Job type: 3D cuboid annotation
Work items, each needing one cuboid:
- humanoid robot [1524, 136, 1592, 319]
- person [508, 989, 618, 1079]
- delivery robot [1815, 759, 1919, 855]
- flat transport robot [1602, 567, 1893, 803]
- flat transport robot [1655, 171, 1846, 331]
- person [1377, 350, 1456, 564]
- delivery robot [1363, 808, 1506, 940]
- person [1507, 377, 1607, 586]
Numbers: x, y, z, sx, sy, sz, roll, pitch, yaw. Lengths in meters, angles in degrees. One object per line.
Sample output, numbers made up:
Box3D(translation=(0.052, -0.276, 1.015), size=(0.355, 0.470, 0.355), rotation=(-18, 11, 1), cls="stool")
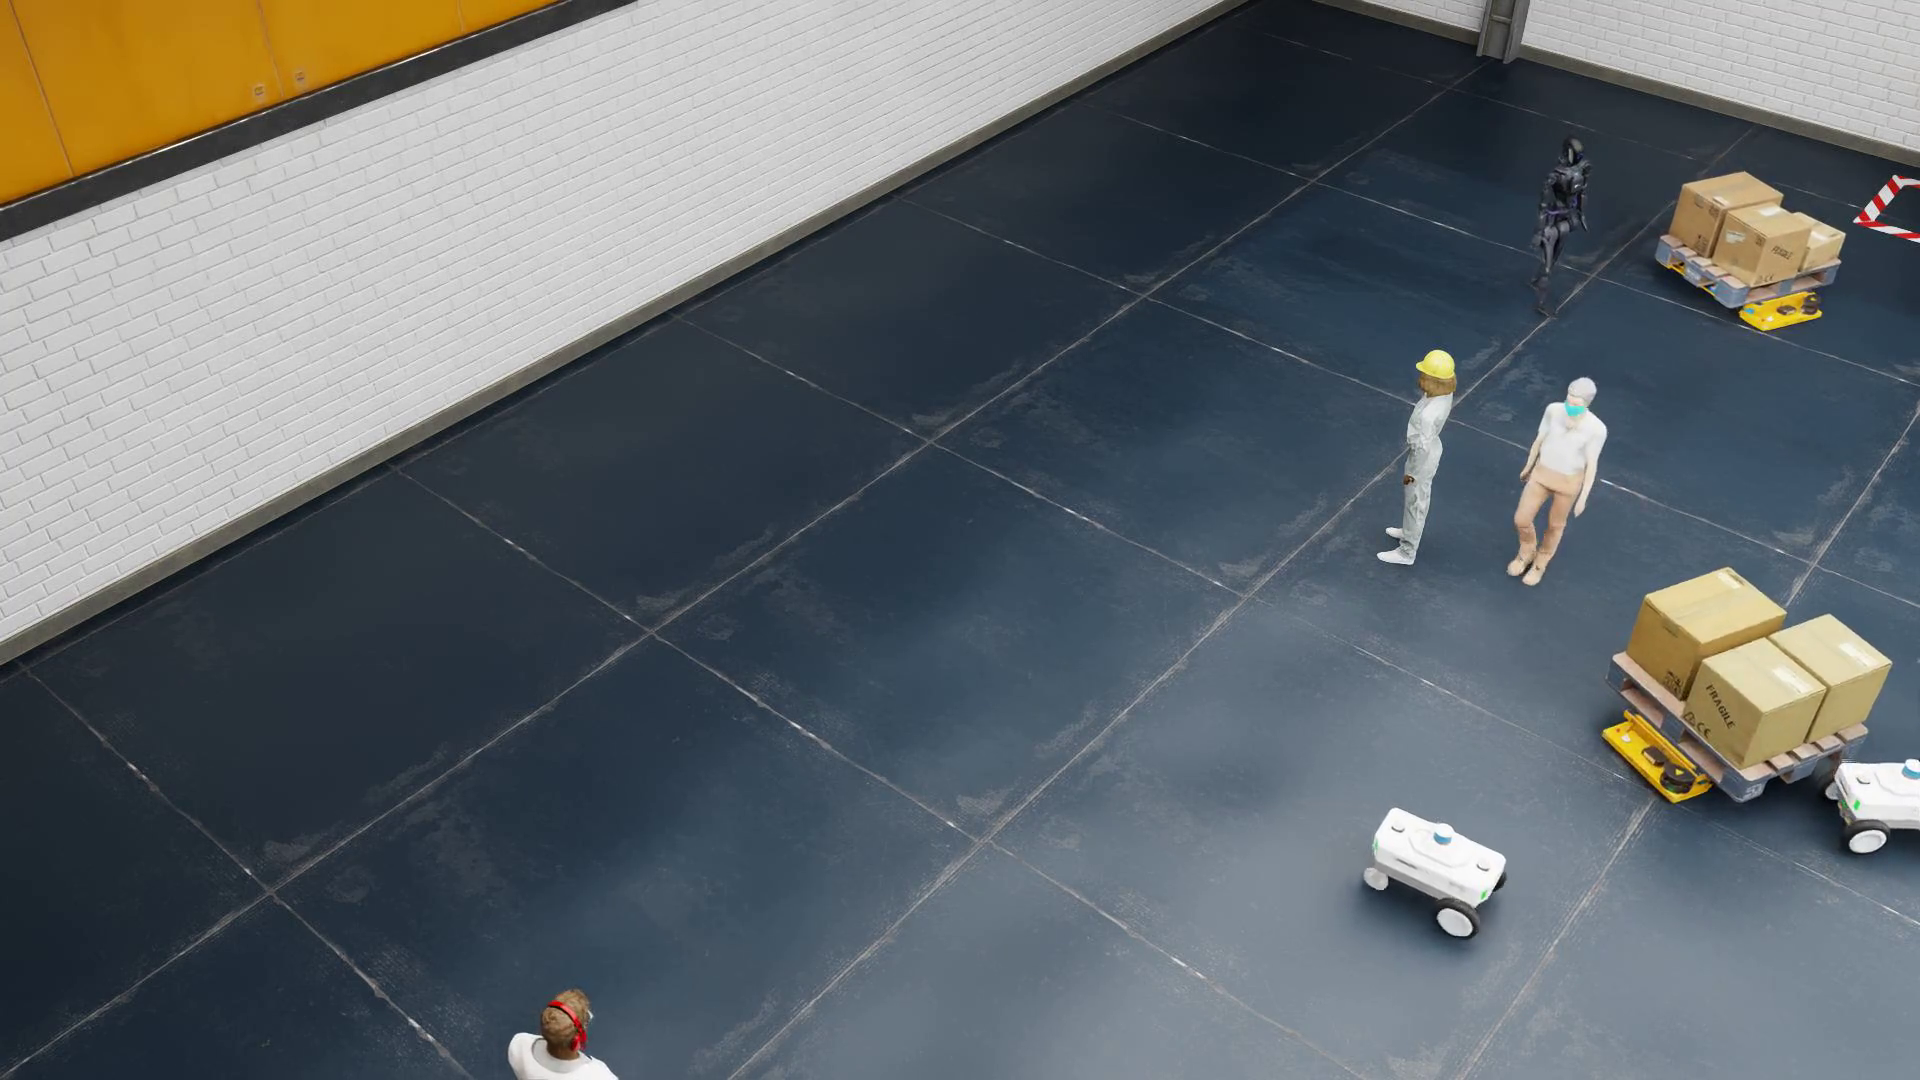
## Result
Box3D(translation=(5.308, -2.805, 14.671), size=(0.628, 1.634, 0.607), rotation=(-19, 43, -22), cls="humanoid robot")
Box3D(translation=(-1.739, 2.735, 7.649), size=(0.566, 1.832, 0.409), rotation=(17, 42, 20), cls="person")
Box3D(translation=(5.668, 1.580, 10.097), size=(0.765, 0.593, 0.519), rotation=(1, 39, 2), cls="delivery robot")
Box3D(translation=(4.955, 1.220, 10.772), size=(1.431, 0.231, 0.659), rotation=(-16, 42, -19), cls="flat transport robot")
Box3D(translation=(7.131, -2.385, 15.247), size=(0.659, 0.231, 1.431), rotation=(-14, 41, -17), cls="flat transport robot")
Box3D(translation=(3.269, -0.594, 11.848), size=(0.294, 1.743, 0.486), rotation=(16, 41, 19), cls="person")
Box3D(translation=(2.779, 1.891, 9.701), size=(0.774, 0.581, 0.499), rotation=(23, 44, 26), cls="delivery robot")
Box3D(translation=(4.141, -0.394, 11.609), size=(0.520, 1.732, 0.429), rotation=(28, 46, 30), cls="person")
